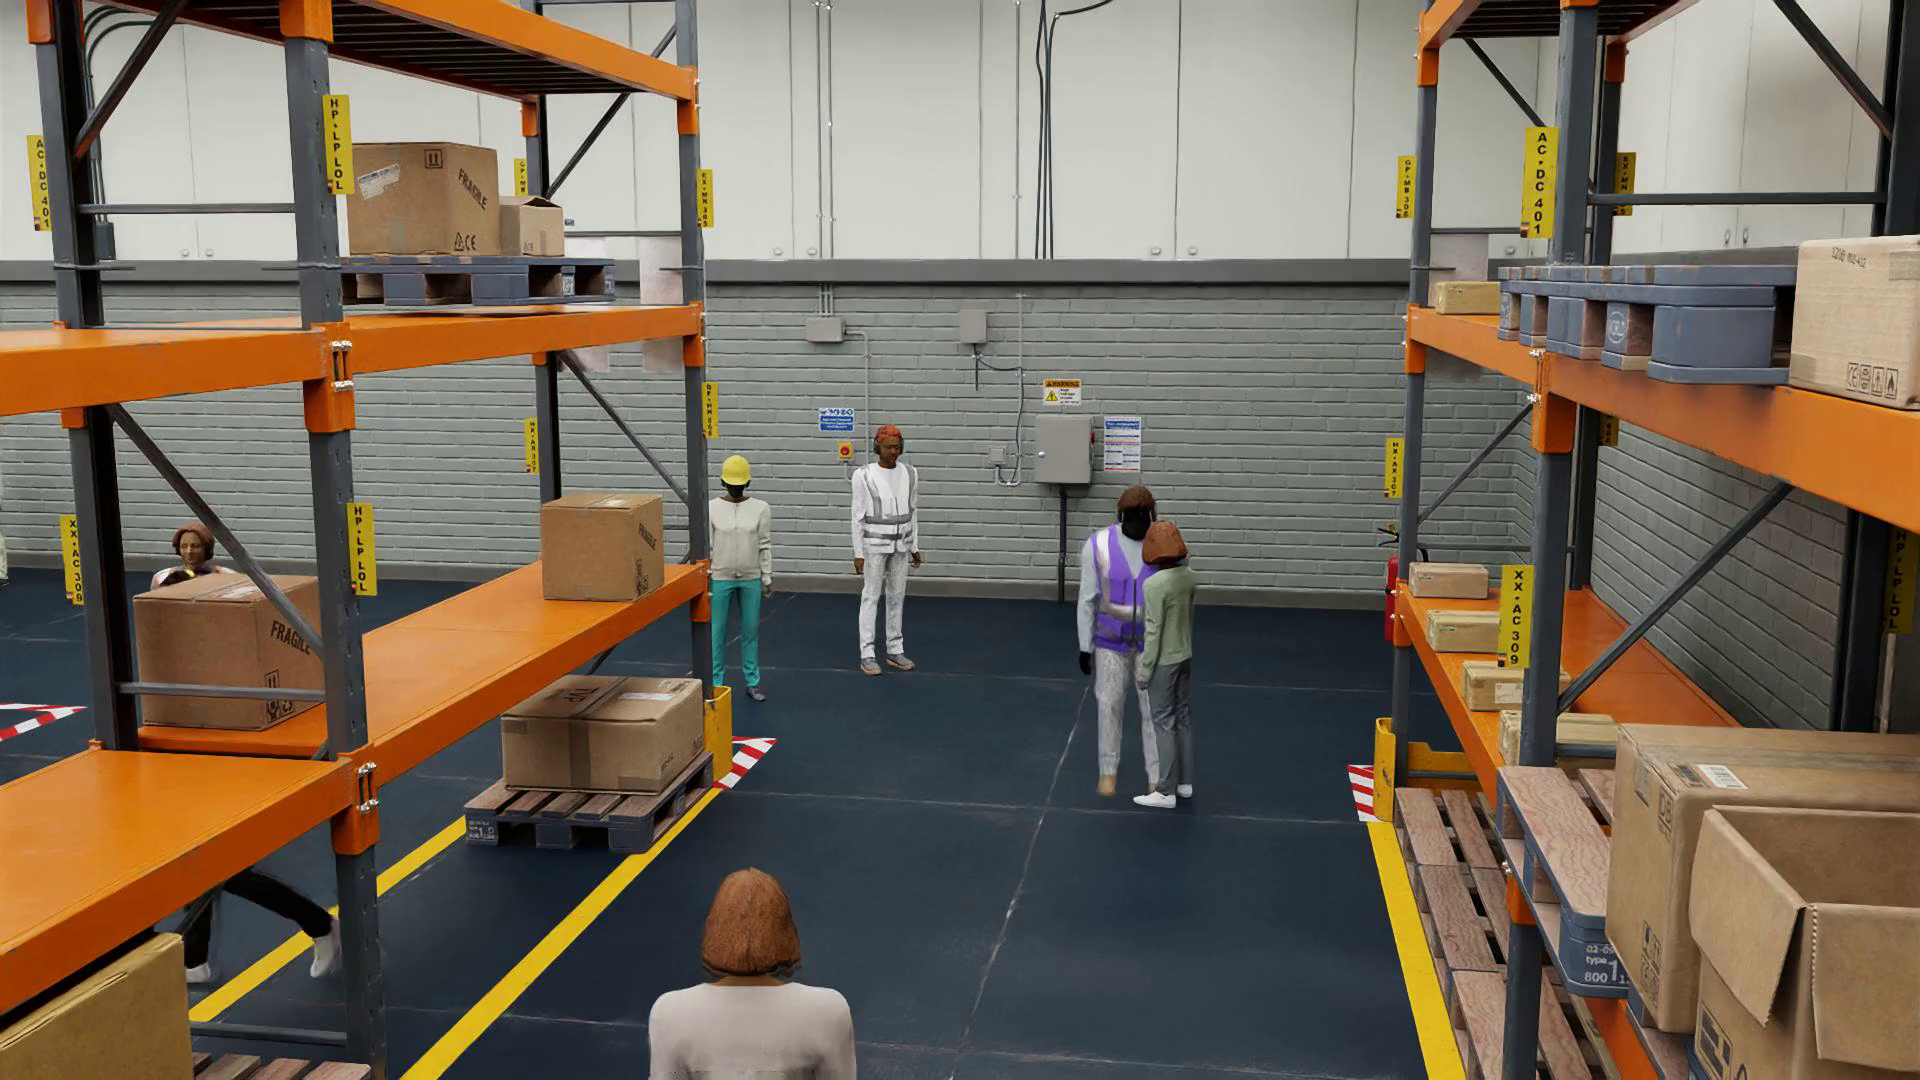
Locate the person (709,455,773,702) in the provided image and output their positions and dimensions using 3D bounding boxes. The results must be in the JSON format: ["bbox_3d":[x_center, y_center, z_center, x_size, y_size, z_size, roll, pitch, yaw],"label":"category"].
[{"bbox_3d":[-1.564,0.279,11.647,0.523,1.760,0.327,-3,10,-19],"label":"person"}]

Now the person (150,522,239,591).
[{"bbox_3d":[-4.263,0.710,9.345,0.514,1.643,0.307,-2,9,-12],"label":"person"}]

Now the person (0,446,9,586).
[{"bbox_3d":[-9.426,-0.407,15.936,0.576,1.739,0.349,3,10,18],"label":"person"}]

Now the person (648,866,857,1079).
[{"bbox_3d":[-0.496,1.591,4.052,0.516,1.596,0.845,0,9,0],"label":"person"}]

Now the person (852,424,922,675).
[{"bbox_3d":[-0.554,0.068,12.561,0.583,1.882,0.337,-6,11,-35],"label":"person"}]

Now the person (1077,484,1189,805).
[{"bbox_3d":[0.991,0.584,9.548,0.640,1.840,0.429,1,9,5],"label":"person"}]

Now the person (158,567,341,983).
[{"bbox_3d":[-3.049,1.005,6.966,0.842,1.834,0.519,-2,10,-14],"label":"person"}]

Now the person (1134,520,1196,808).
[{"bbox_3d":[1.163,0.699,9.437,0.283,1.631,0.503,7,11,36],"label":"person"}]
